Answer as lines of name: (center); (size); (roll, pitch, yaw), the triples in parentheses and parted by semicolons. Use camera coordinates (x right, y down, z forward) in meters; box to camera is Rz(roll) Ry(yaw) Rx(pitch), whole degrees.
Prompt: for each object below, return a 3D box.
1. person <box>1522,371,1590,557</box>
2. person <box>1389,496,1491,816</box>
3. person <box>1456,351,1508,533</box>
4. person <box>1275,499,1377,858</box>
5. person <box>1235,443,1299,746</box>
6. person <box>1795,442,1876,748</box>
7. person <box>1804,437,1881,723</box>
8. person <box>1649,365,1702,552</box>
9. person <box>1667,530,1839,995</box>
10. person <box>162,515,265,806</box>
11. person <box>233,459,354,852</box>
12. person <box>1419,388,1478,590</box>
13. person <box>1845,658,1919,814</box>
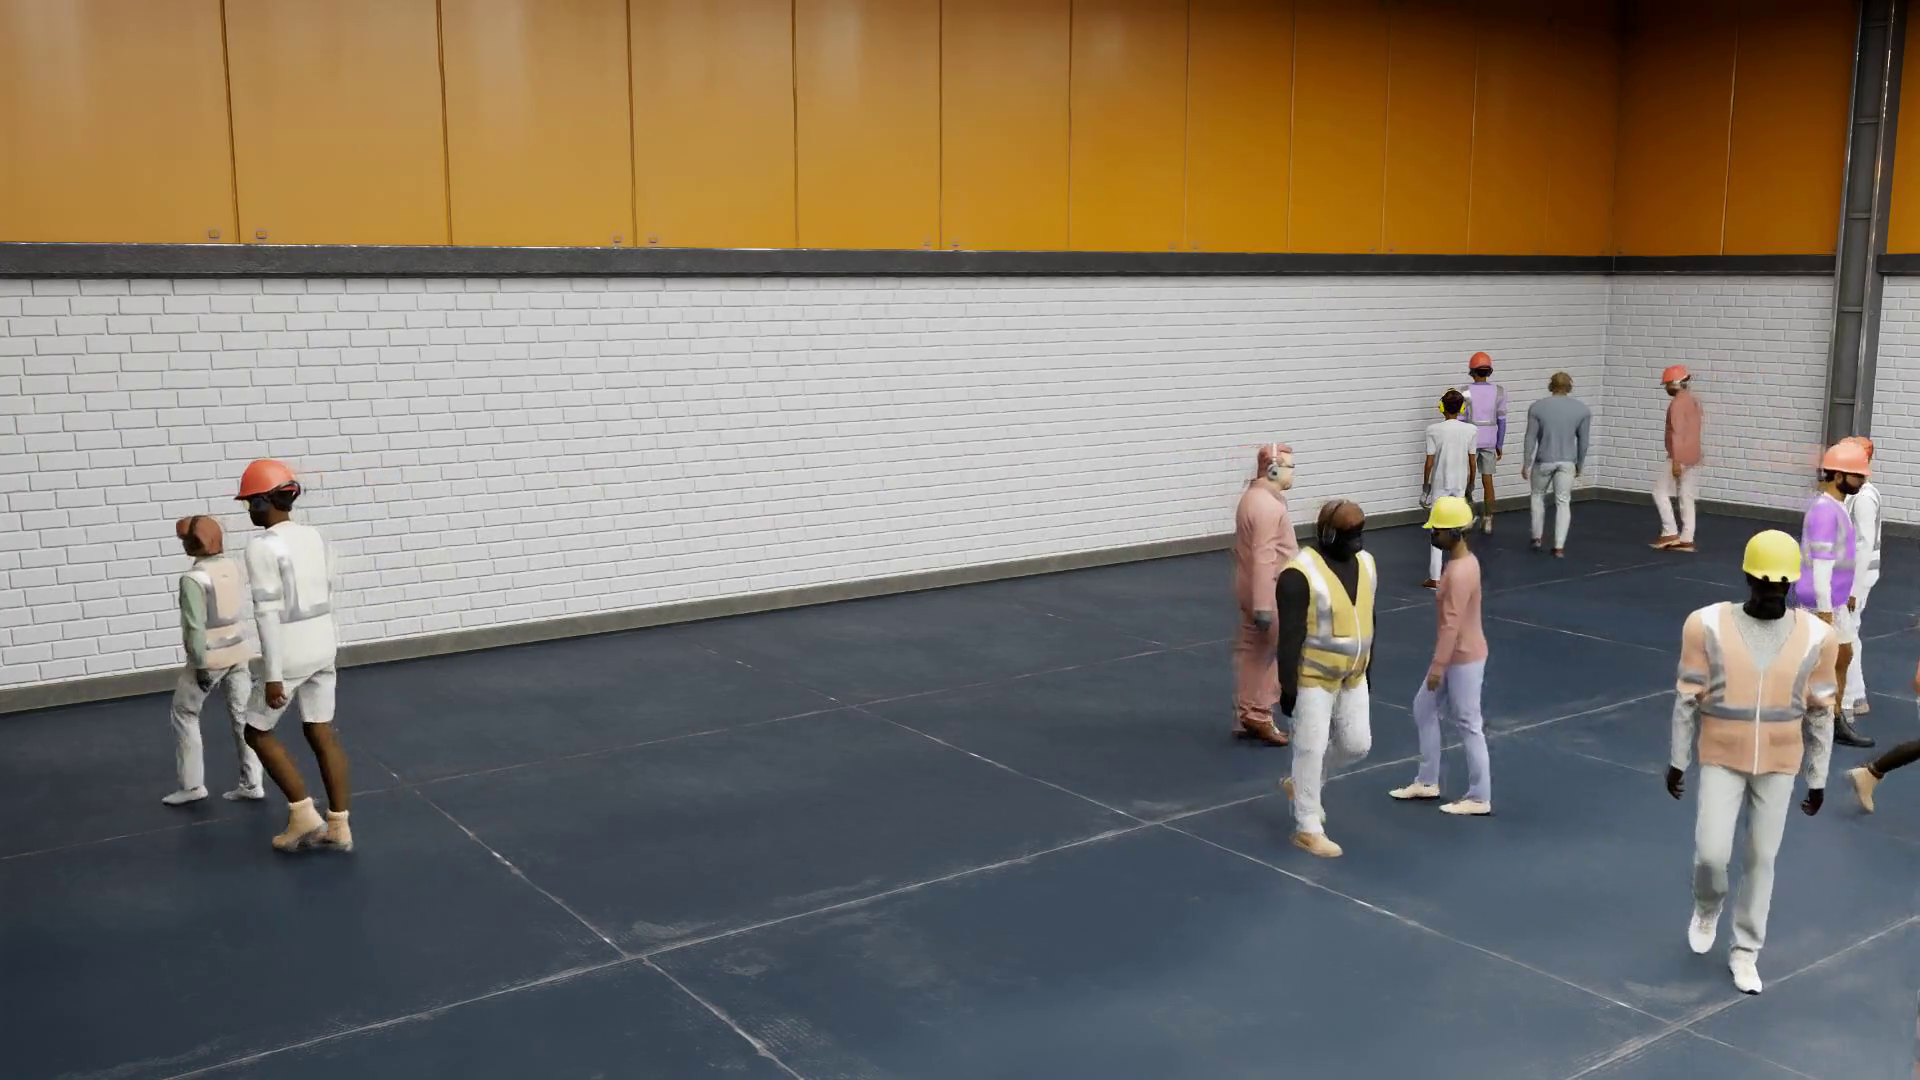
person: (6.193, -0.803, 17.351); (0.652, 1.903, 0.793); (2, 9, 9)
person: (2.598, 0.630, 9.001); (0.679, 1.740, 0.548); (3, 10, 16)
person: (5.805, -1.087, 18.672); (0.607, 2.048, 0.369); (0, 9, -3)
person: (1.832, 0.683, 8.440); (0.649, 1.826, 0.511); (-6, 11, -32)
person: (1.944, 0.342, 10.322); (0.462, 1.889, 0.677); (0, 9, 3)
person: (5.296, 0.331, 10.373); (0.789, 1.911, 0.544); (7, 11, 36)
person: (5.802, 0.267, 10.857); (0.437, 1.880, 0.606); (3, 10, 18)
person: (7.569, -0.854, 17.533); (0.650, 1.947, 0.559); (-8, 12, -42)
person: (3.249, 0.895, 6.846); (0.617, 1.913, 0.447); (3, 10, 16)
person: (-4.170, 0.666, 9.177); (0.636, 1.618, 0.513); (2, 9, 12)
person: (-3.361, 0.599, 8.383); (0.581, 2.008, 0.636); (2, 10, 14)
person: (4.511, -0.466, 15.386); (0.514, 1.872, 0.328); (0, 9, -3)
person: (5.044, 0.731, 8.606); (0.719, 1.670, 0.537); (7, 12, 37)
